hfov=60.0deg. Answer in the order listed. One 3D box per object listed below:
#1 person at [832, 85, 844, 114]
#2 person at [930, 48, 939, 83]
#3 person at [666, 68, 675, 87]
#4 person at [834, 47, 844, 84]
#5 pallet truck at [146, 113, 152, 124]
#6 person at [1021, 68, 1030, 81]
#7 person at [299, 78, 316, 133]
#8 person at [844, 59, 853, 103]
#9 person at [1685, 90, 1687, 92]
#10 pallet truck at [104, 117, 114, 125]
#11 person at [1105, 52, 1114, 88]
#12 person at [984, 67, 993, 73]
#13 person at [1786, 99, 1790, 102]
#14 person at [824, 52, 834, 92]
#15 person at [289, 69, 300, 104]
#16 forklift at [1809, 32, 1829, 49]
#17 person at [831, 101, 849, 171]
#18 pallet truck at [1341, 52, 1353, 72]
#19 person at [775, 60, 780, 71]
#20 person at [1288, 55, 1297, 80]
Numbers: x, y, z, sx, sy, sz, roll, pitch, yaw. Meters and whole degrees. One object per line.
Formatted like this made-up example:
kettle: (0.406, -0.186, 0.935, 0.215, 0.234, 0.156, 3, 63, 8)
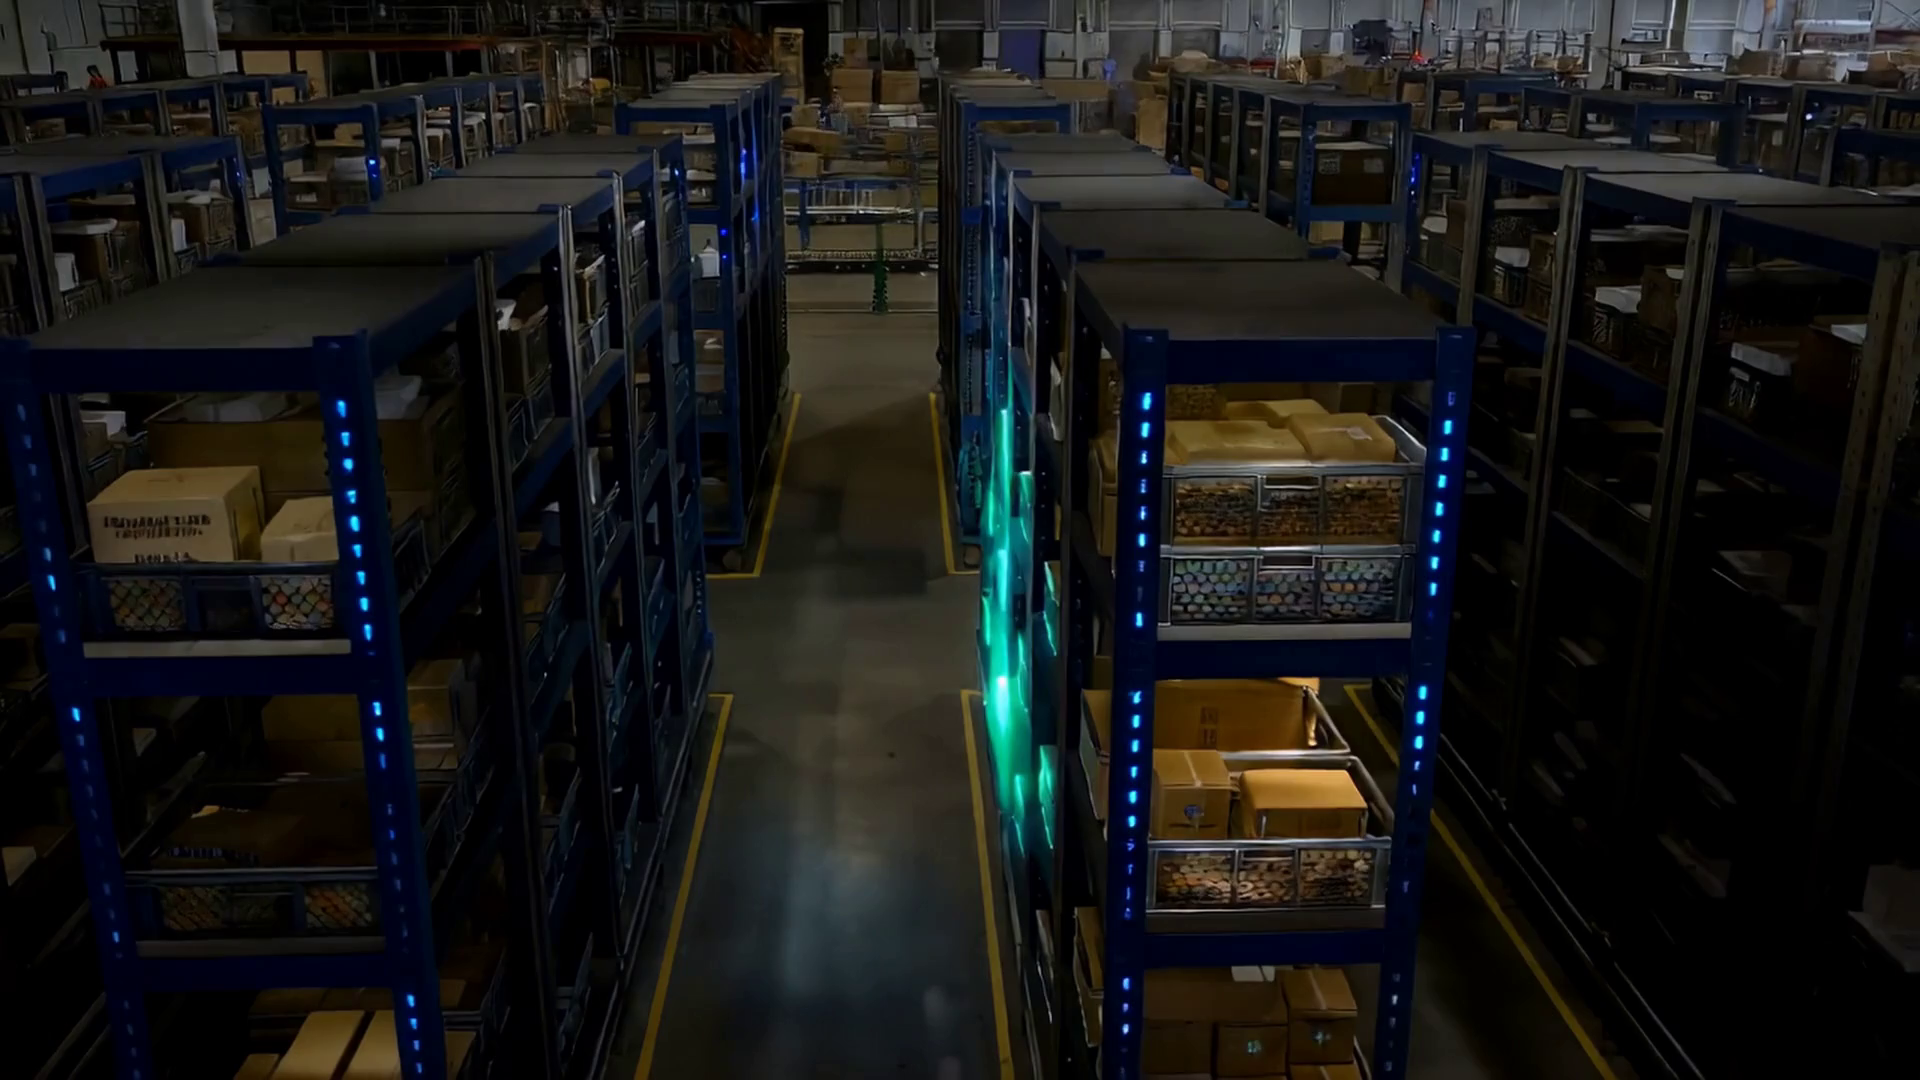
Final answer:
person: (-3.977, -13.820, 53.848, 0.551, 1.742, 0.520, 3, 18, 8)
person: (-1.312, -26.250, 92.060, 0.855, 1.902, 0.586, 8, 19, 22)
person: (-11.166, -17.169, 63.934, 0.724, 1.922, 0.553, -5, 19, -15)
person: (-6.707, -26.201, 91.807, 0.507, 1.972, 0.637, -16, 24, -41)
pallet truck: (-18.087, -8.309, 36.390, 1.885, 1.965, 0.823, -1, 18, -4)
person: (2.466, -17.320, 64.470, 1.050, 1.883, 0.645, 7, 19, 22)
person: (-22.312, -14.883, 56.938, 0.604, 1.864, 0.422, -14, 23, -37)
person: (-4.663, -19.116, 69.762, 0.396, 2.038, 0.614, -3, 18, -9)
person: (27.493, -16.786, 63.147, 0.702, 1.678, 0.540, 7, 19, 21)
pallet truck: (-18.367, -7.885, 35.078, 1.885, 1.965, 0.823, 1, 18, 2)
person: (7.864, -24.769, 87.573, 0.429, 1.842, 0.634, 13, 22, 35)
person: (1.059, -16.414, 61.401, 0.536, 2.000, 0.688, -1, 18, -3)
person: (29.044, -15.233, 57.974, 0.565, 1.895, 0.675, 7, 19, 20)
person: (-6.621, -23.590, 83.805, 0.548, 1.922, 0.681, -10, 21, -29)
person: (-25.042, -16.751, 62.625, 0.362, 1.927, 0.587, -17, 24, -41)
forklift: (45.950, -25.863, 89.297, 1.129, 2.768, 1.873, -1, 18, -2)
person: (-3.110, -10.397, 43.055, 0.530, 1.871, 0.323, -10, 21, -29)
pallet truck: (18.794, -23.123, 82.231, 0.823, 1.965, 1.885, -13, 22, -35)
person: (-10.155, -26.165, 92.169, 0.811, 1.668, 0.527, -6, 19, -19)
person: (16.419, -22.969, 81.994, 0.533, 1.849, 0.581, 15, 23, 39)
